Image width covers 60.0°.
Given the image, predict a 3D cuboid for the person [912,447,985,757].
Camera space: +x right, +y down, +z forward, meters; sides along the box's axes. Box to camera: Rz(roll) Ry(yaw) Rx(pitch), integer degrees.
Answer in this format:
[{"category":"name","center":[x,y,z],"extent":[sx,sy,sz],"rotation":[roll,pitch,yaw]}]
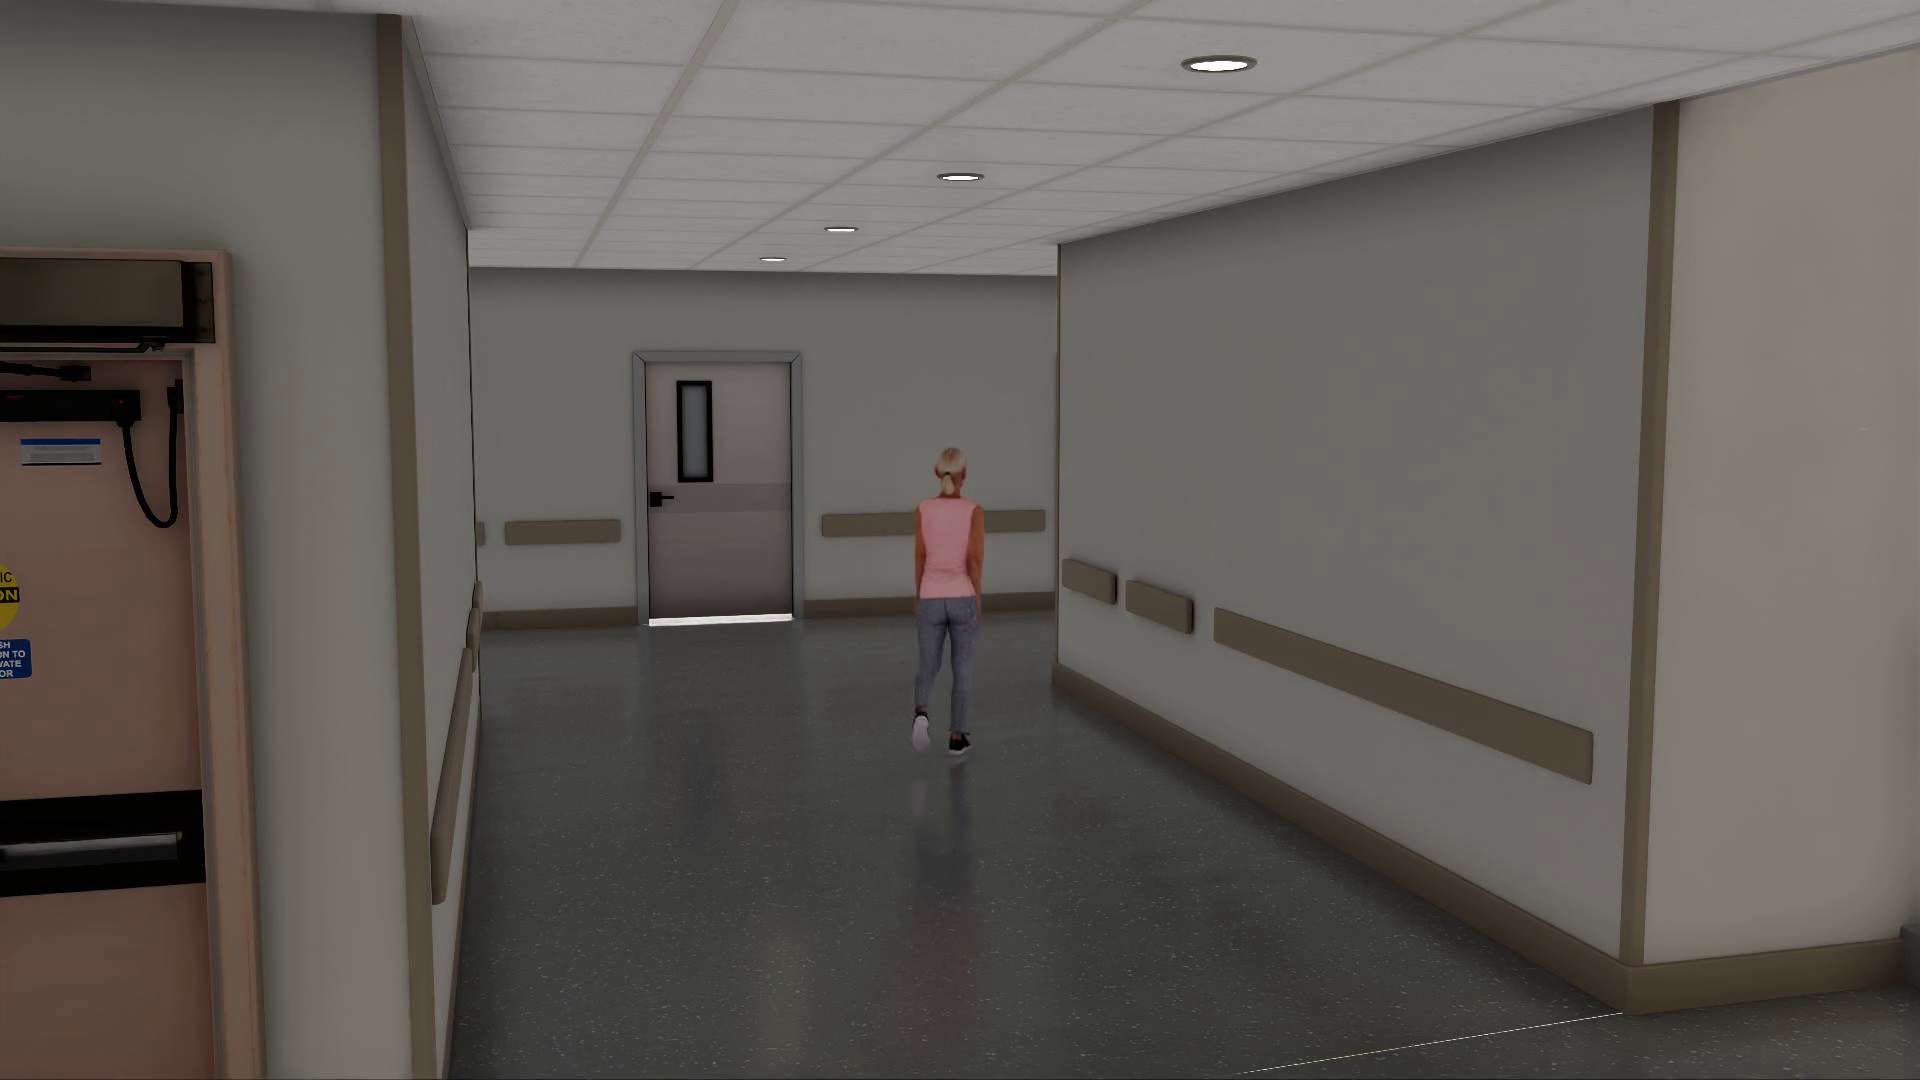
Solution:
[{"category":"person","center":[-0.081,0.360,9.109],"extent":[0.899,1.715,0.839],"rotation":[1,6,12]}]
